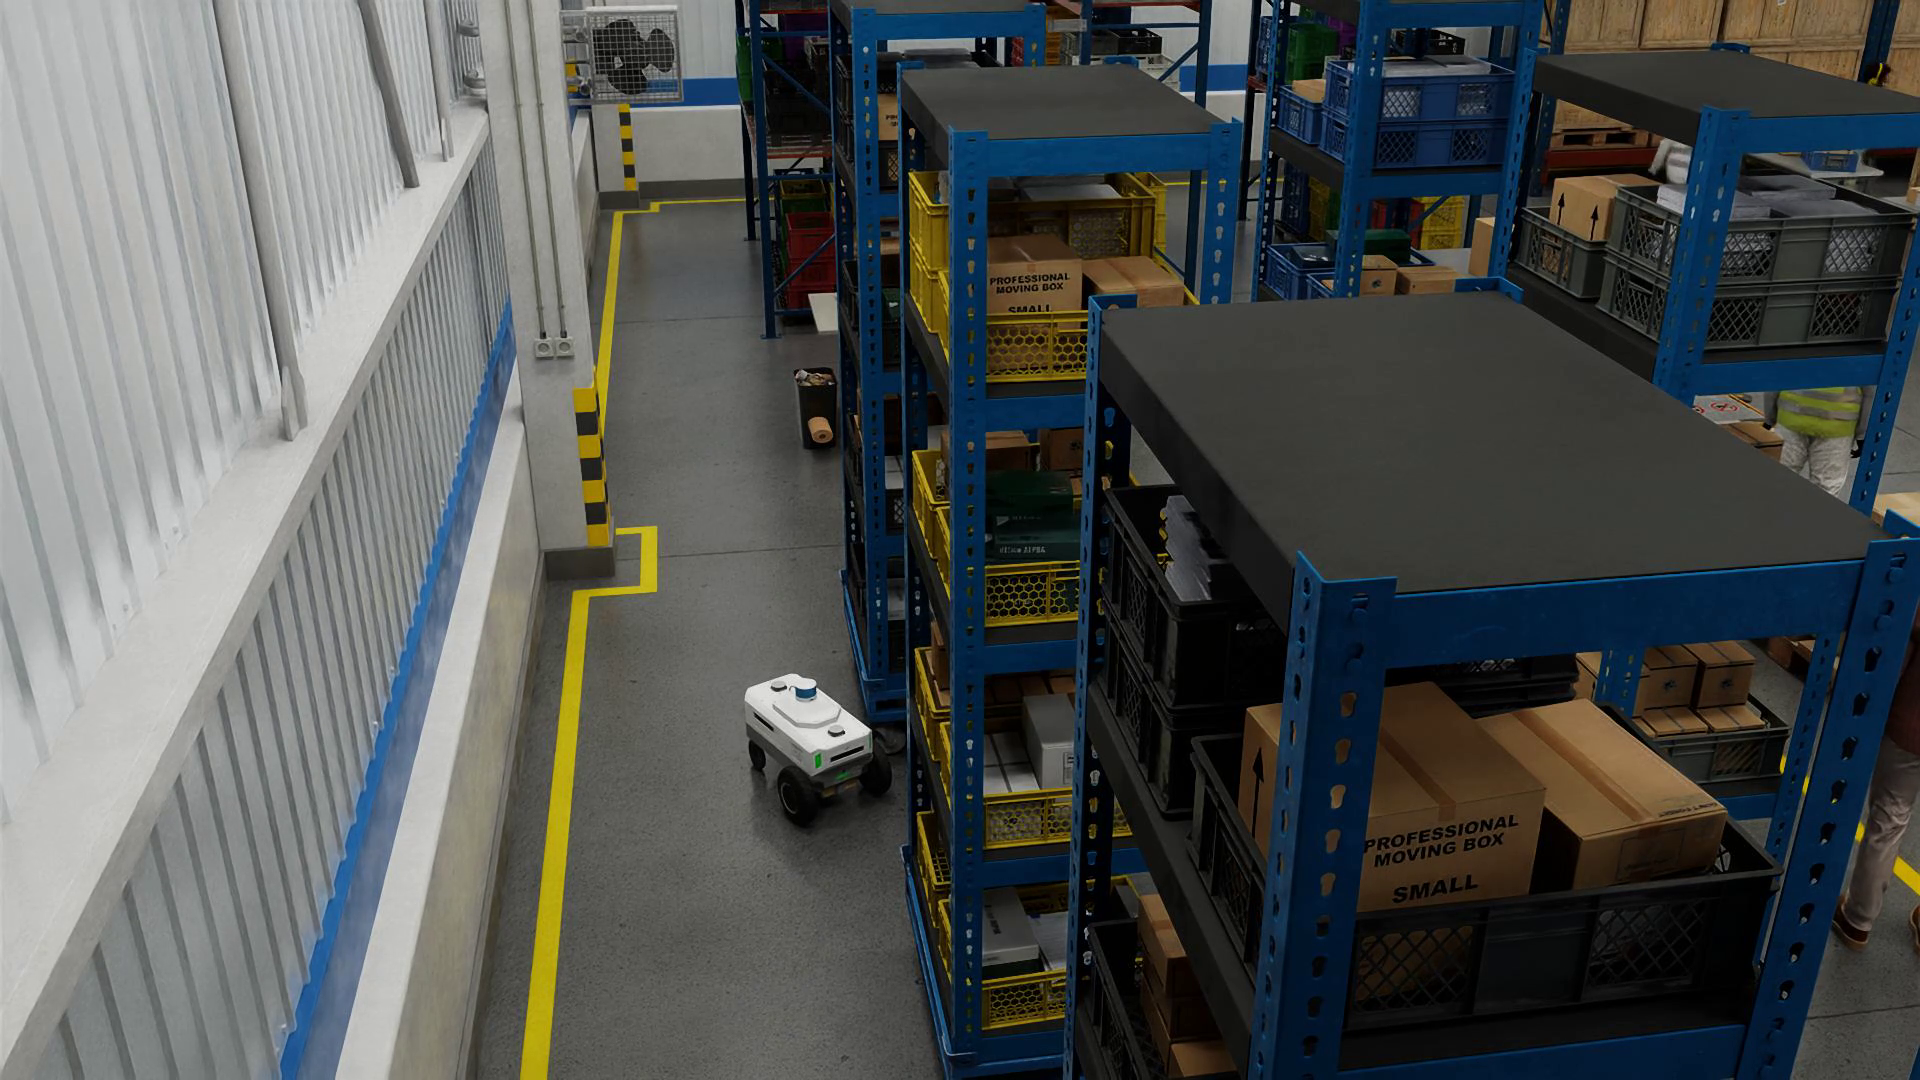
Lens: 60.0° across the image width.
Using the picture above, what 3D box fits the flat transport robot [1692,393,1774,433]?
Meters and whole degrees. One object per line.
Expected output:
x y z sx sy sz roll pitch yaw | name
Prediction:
5.224 -0.859 12.132 1.431 0.197 0.652 -4 25 -8 | flat transport robot

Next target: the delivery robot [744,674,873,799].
-0.724 0.889 7.888 0.477 0.478 0.707 -17 30 -33 | delivery robot

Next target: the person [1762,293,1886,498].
5.093 -0.688 9.895 0.627 1.846 0.429 17 30 33 | person

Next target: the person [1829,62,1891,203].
9.112 -3.998 17.107 0.425 1.835 0.643 -15 29 -29 | person

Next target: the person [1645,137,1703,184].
7.092 -3.601 16.256 0.559 1.820 0.972 -11 27 -23 | person

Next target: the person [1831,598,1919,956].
3.862 0.756 6.575 0.609 1.996 0.383 7 26 15 | person
